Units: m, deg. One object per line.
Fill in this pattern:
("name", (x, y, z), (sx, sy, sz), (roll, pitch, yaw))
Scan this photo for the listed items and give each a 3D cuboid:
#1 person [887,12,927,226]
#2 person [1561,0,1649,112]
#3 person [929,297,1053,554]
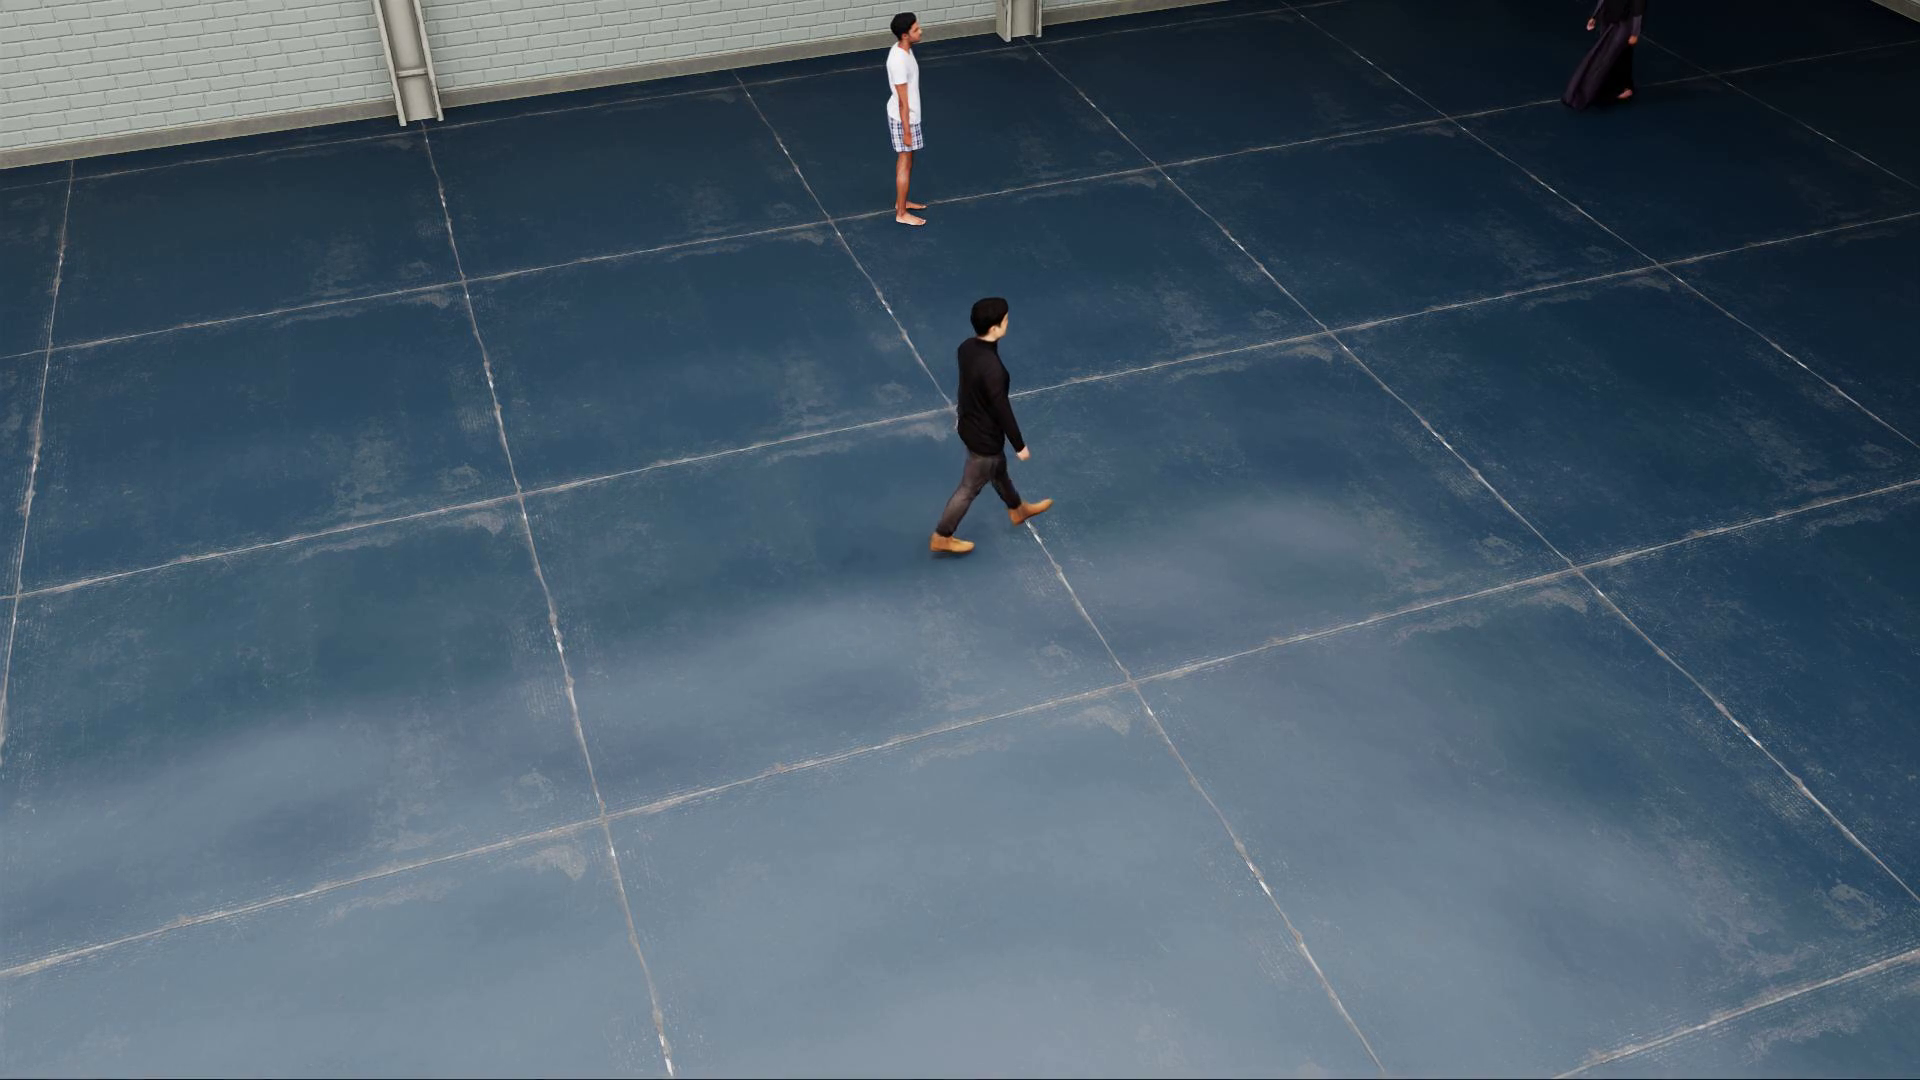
("person", (-0.449, -3.413, 13.417), (0.649, 1.734, 0.693), (0, 38, 0))
("person", (6.093, -4.725, 15.195), (1.113, 1.609, 0.675), (-9, 39, -11))
("person", (0.070, -0.624, 9.891), (1.079, 1.686, 0.698), (-10, 39, -13))
